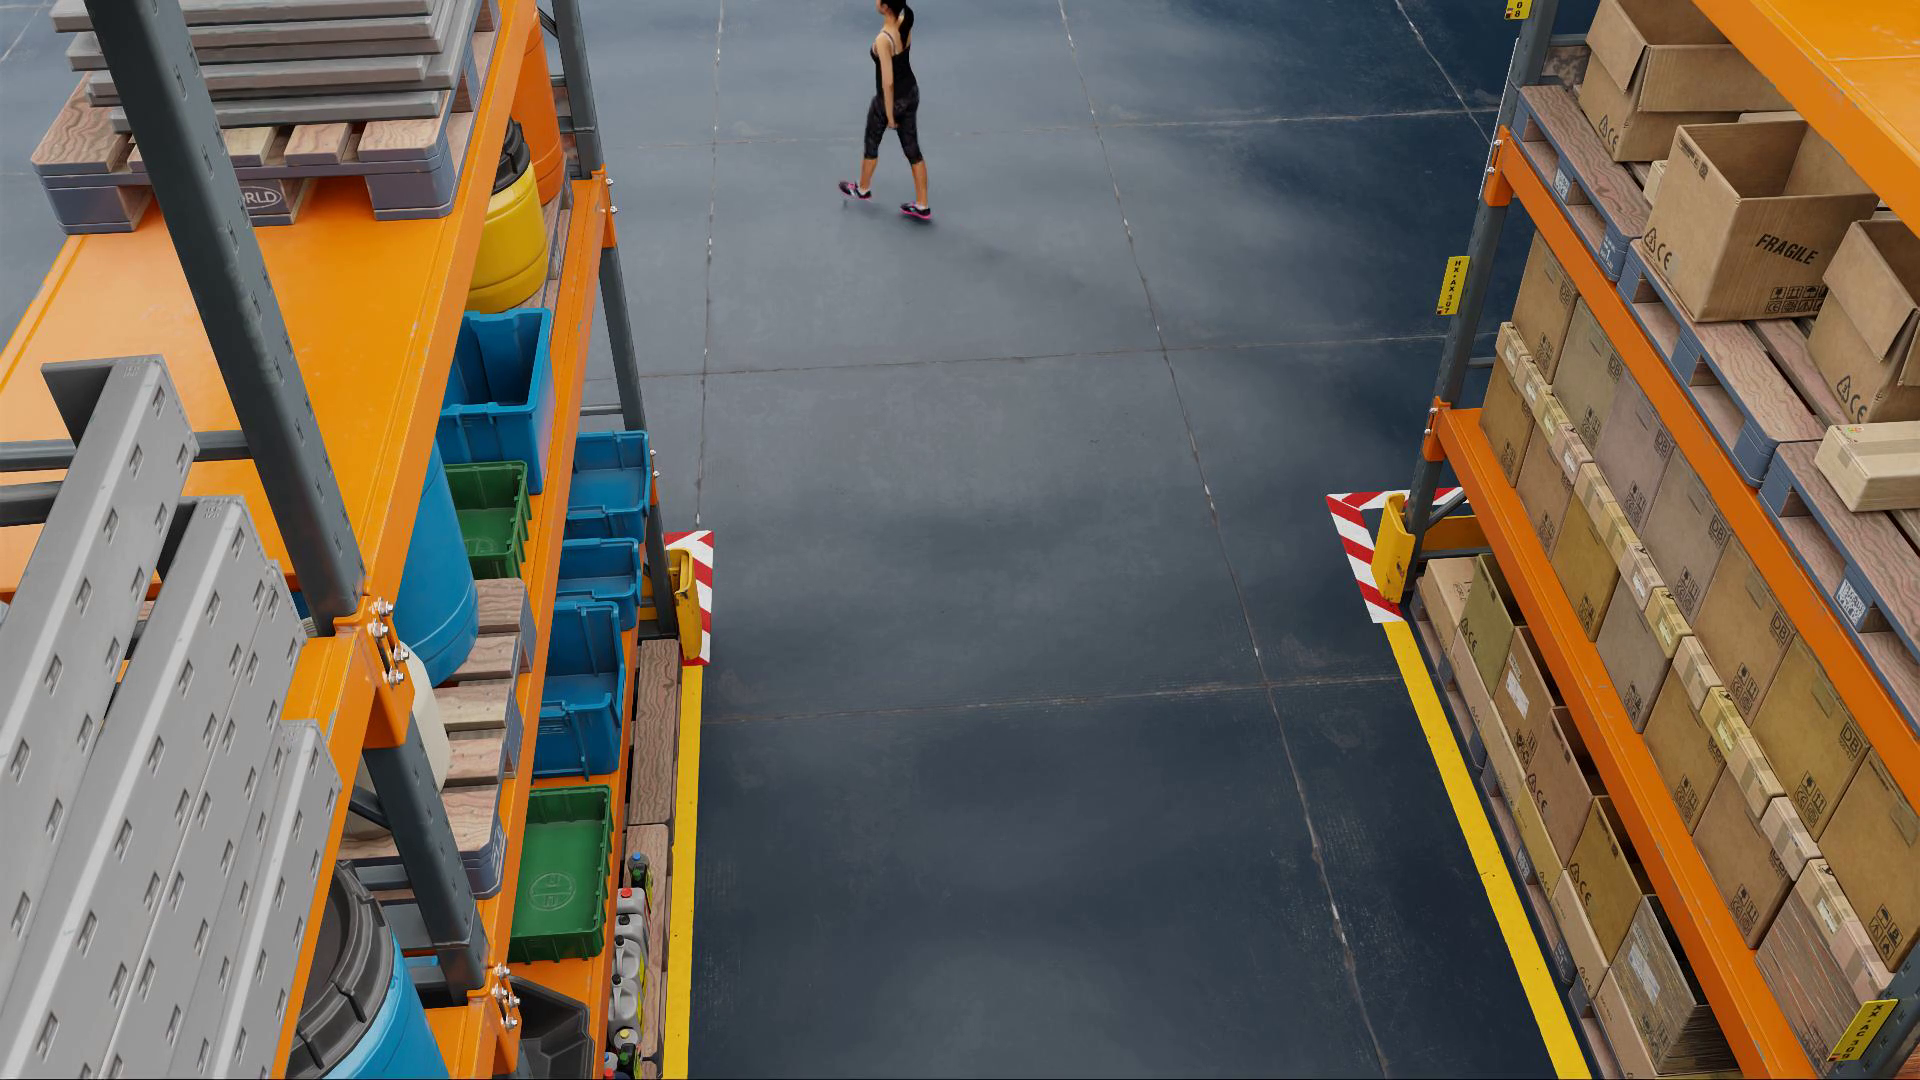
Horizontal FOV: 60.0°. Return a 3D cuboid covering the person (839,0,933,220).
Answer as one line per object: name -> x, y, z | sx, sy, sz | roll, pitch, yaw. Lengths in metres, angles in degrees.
person -> -0.361, -3.014, 11.578 | 1.008, 1.702, 0.990 | 26, 48, 26
